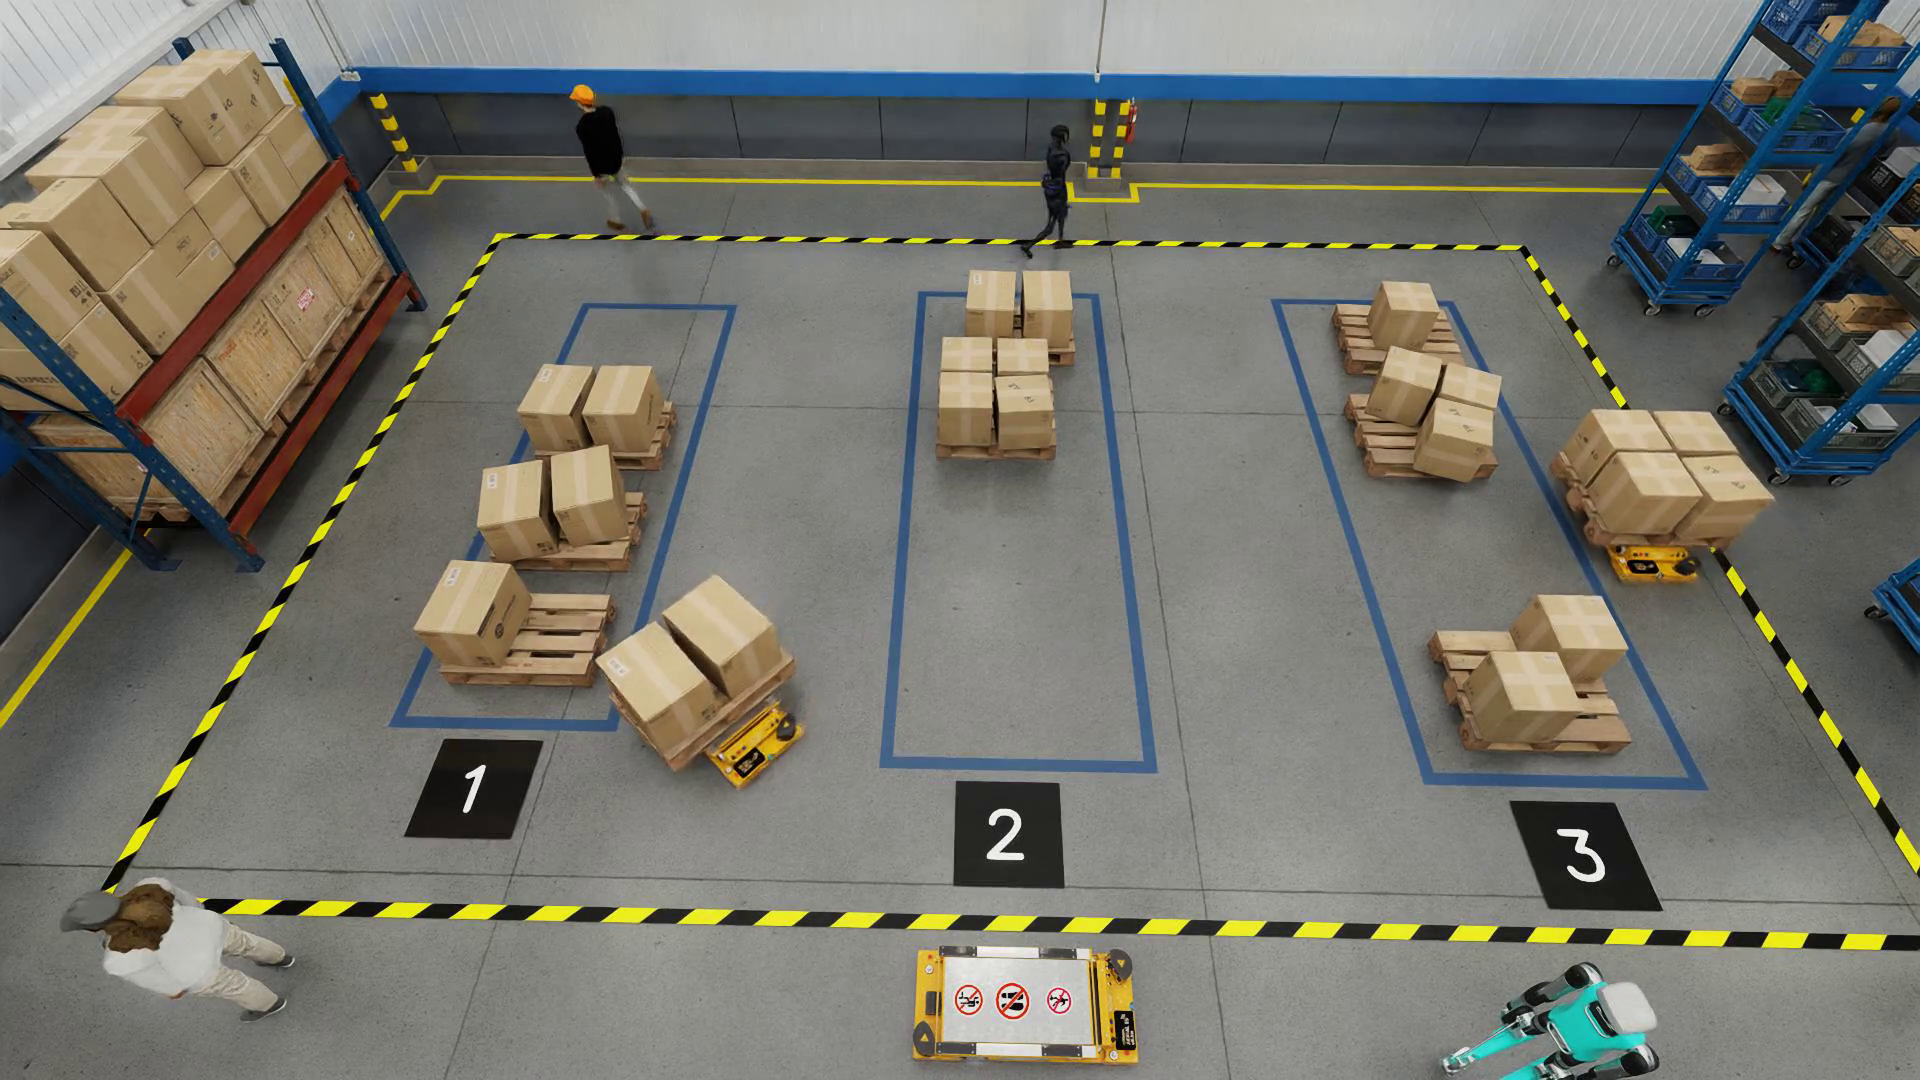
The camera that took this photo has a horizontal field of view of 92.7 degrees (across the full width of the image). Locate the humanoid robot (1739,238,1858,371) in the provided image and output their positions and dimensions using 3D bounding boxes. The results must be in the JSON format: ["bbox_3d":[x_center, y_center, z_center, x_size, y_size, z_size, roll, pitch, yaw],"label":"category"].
[{"bbox_3d":[8.800,-2.351,9.492,0.589,1.641,0.443,-29,56,-21],"label":"humanoid robot"}]

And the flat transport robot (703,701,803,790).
[{"bbox_3d":[-1.989,1.297,7.410,1.431,0.197,0.652,36,59,26],"label":"flat transport robot"}]

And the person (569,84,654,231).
[{"bbox_3d":[-4.276,-4.609,11.210,0.670,1.868,0.585,25,55,19],"label":"person"}]

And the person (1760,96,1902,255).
[{"bbox_3d":[10.426,-4.302,10.926,0.620,1.932,0.370,1,51,1],"label":"person"}]

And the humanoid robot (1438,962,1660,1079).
[{"bbox_3d":[3.108,2.871,5.111,0.735,1.677,0.533,-12,52,-10],"label":"humanoid robot"}]

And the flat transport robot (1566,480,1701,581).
[{"bbox_3d":[6.318,-0.246,8.668,0.652,0.197,1.431,1,51,1],"label":"flat transport robot"}]

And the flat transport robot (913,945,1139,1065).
[{"bbox_3d":[0.422,3.041,6.007,1.431,0.231,0.659,1,51,1],"label":"flat transport robot"}]

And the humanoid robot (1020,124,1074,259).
[{"bbox_3d":[1.095,-4.183,11.009,0.728,1.640,0.603,-8,51,-6],"label":"humanoid robot"}]

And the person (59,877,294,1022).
[{"bbox_3d":[-4.618,2.460,5.512,0.399,1.769,0.560,-9,51,-7],"label":"person"}]
